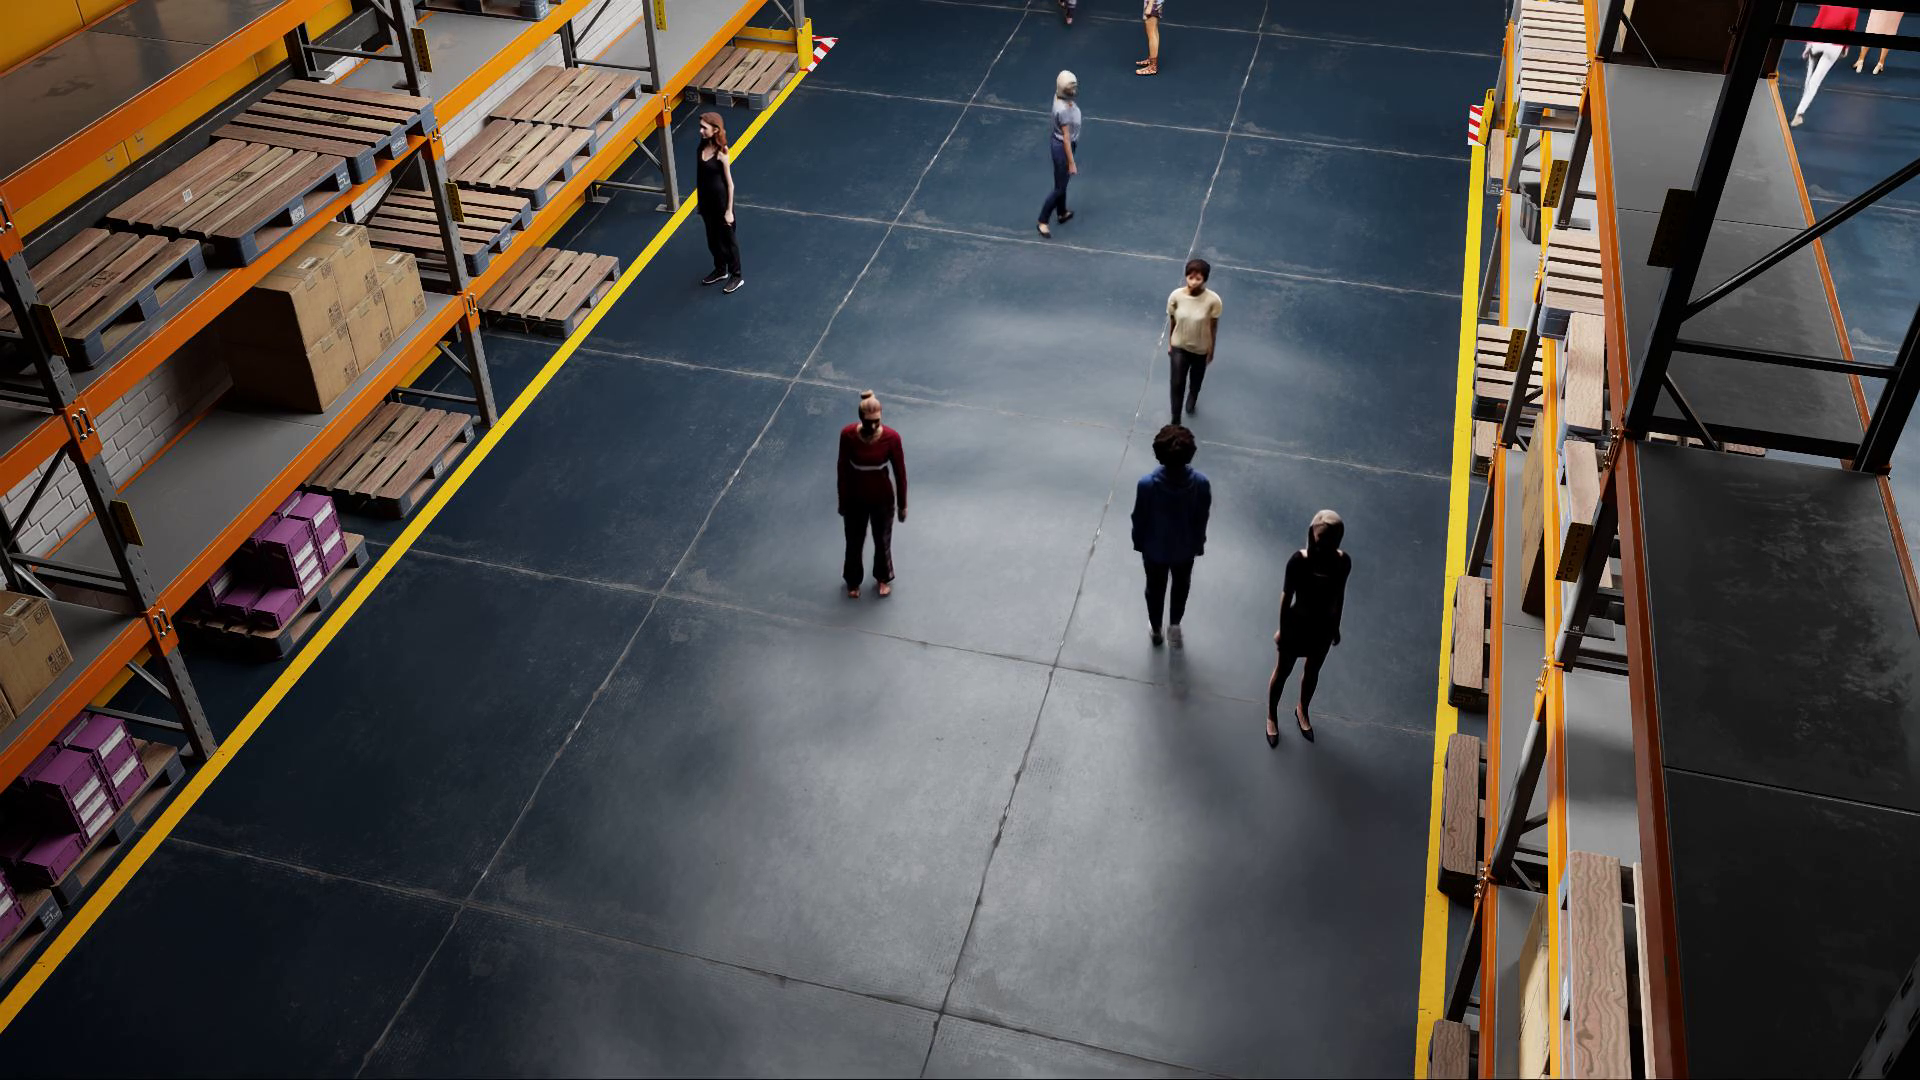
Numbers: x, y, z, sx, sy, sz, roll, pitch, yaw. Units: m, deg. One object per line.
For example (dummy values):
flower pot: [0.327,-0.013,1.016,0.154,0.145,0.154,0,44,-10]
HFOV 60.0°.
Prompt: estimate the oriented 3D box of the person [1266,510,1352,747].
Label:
person: [2.236,0.562,10.691,0.647,1.829,0.623,-5,39,-6]

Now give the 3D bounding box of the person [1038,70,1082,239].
person: [1.013,-3.856,16.332,0.896,1.695,0.677,-8,39,-10]

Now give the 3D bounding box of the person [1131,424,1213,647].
person: [1.438,0.047,11.360,0.759,1.800,0.744,1,39,2]

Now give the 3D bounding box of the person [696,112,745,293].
person: [-2.233,-3.140,15.392,0.661,1.747,0.641,25,45,28]

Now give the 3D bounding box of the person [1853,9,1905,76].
person: [10.843,-6.329,19.318,0.621,1.832,0.550,16,41,19]

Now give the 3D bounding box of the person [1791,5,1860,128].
person: [9.440,-5.325,18.197,0.850,1.662,1.112,26,46,29]

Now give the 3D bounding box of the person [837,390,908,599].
person: [-0.637,-0.339,11.923,0.703,1.700,0.622,-1,39,-1]

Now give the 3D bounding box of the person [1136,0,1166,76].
person: [2.260,-6.290,19.348,0.668,1.734,0.491,6,39,7]

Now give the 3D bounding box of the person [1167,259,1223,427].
person: [1.908,-1.598,13.619,0.605,1.552,0.965,9,39,11]
